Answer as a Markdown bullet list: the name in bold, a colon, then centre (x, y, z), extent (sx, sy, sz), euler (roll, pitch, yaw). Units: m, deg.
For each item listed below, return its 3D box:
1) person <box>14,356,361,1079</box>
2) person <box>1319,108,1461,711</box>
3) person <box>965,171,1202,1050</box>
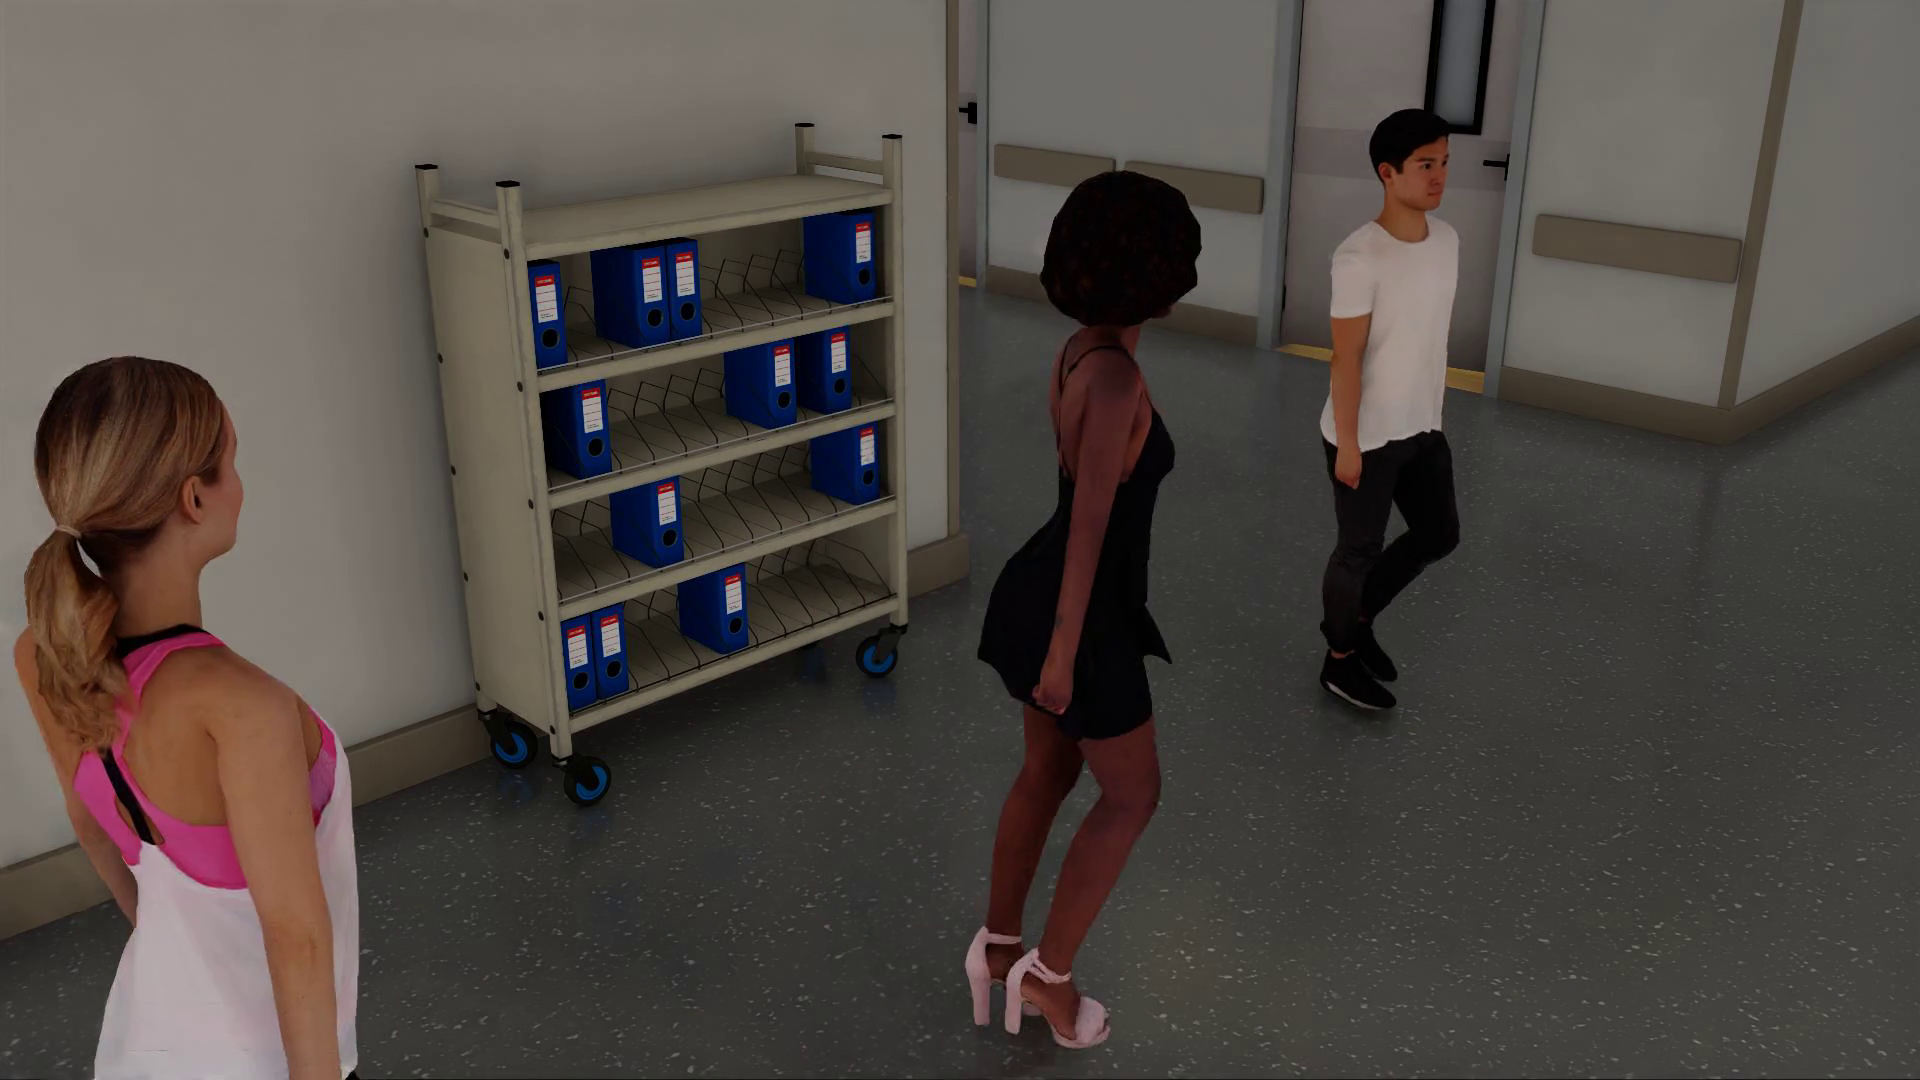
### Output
- **person**: centre (-0.903, 0.694, 1.930), extent (0.826, 1.763, 1.039), euler (11, 23, 26)
- **person**: centre (1.161, -0.359, 4.742), extent (0.603, 1.710, 0.746), euler (-14, 25, -33)
- **person**: centre (0.177, 0.207, 3.234), extent (0.821, 1.749, 0.756), euler (0, 21, 0)
